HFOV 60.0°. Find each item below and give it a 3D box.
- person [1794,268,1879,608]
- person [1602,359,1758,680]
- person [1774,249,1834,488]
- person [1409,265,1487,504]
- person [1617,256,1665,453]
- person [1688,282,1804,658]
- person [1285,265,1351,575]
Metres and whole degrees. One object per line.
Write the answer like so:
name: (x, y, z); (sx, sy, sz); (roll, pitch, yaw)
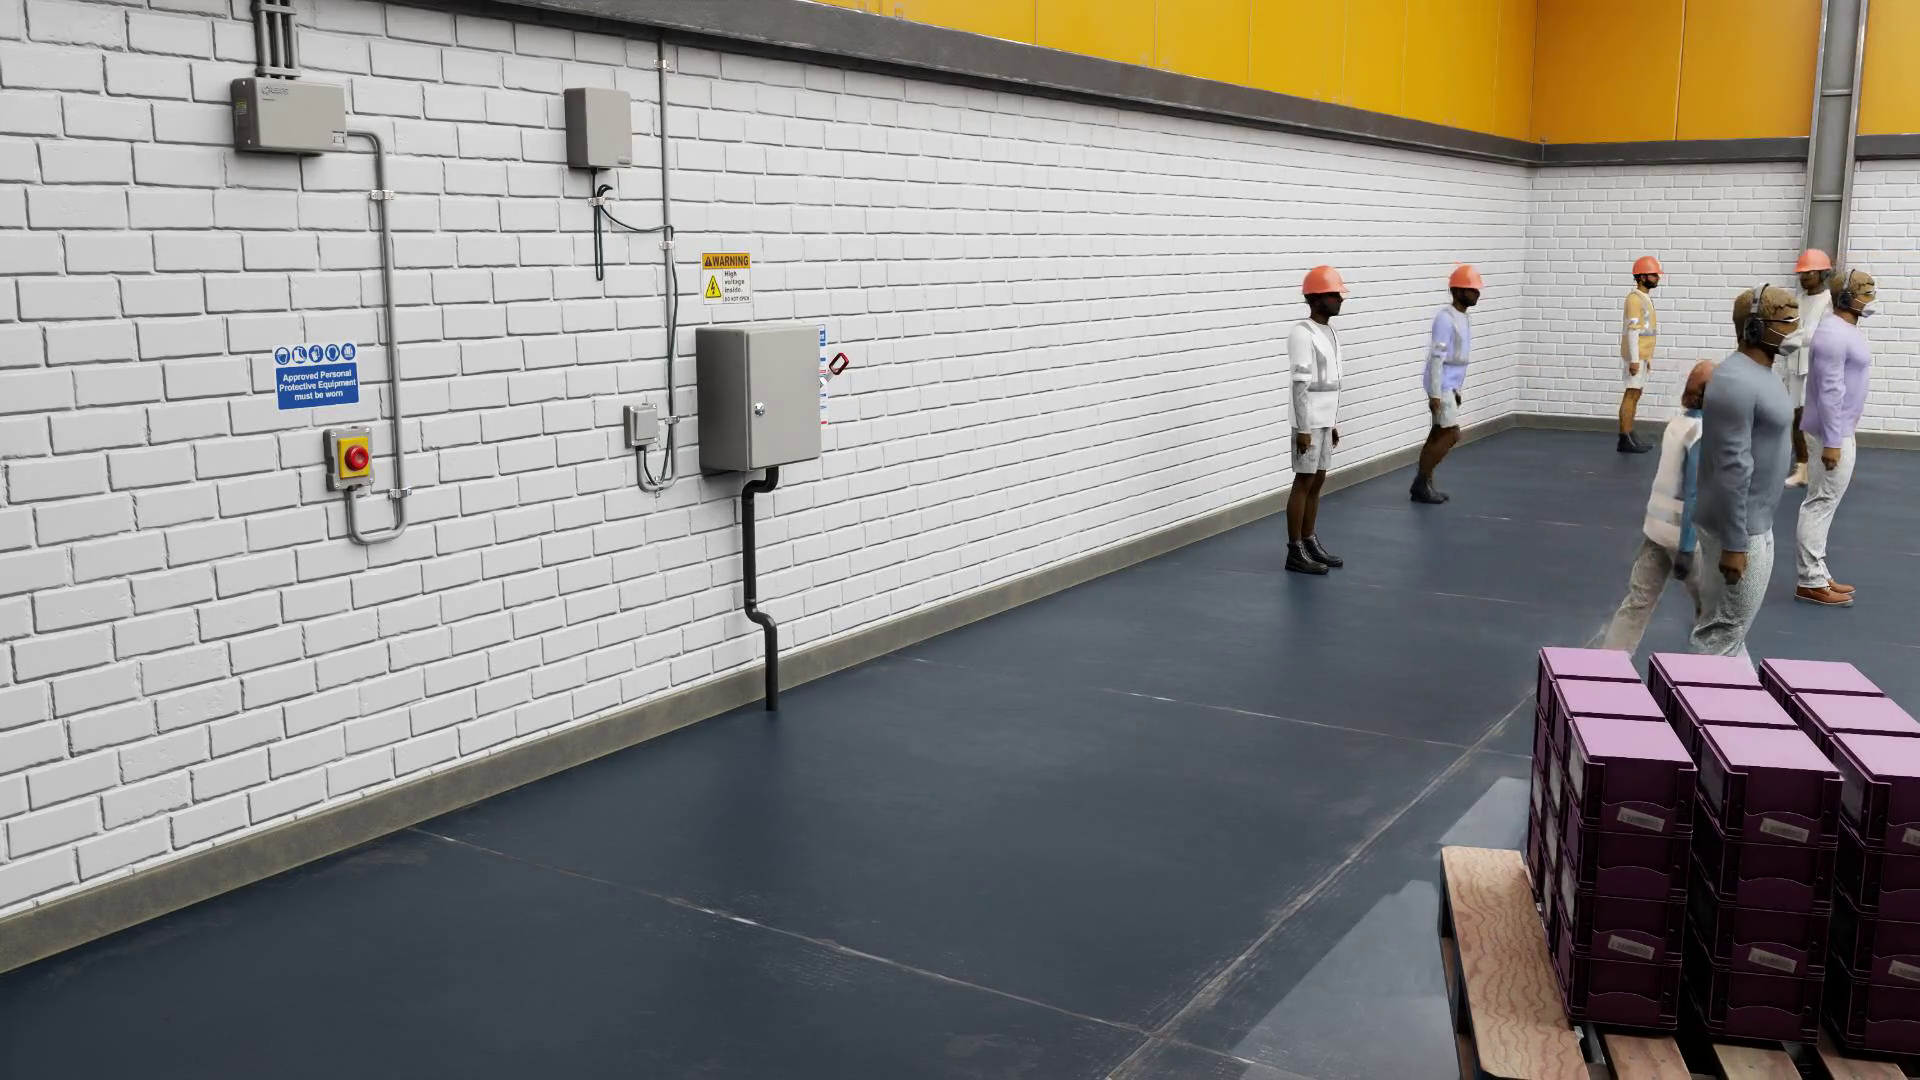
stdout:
person: (5.075, -0.593, 9.641); (0.372, 1.940, 0.630); (6, 12, 32)
person: (3.239, 0.000, 7.319); (0.887, 1.582, 0.511); (1, 10, 3)
person: (7.141, -1.429, 14.028); (0.427, 2.026, 0.642); (-4, 11, -21)
person: (3.898, -1.228, 13.282); (0.544, 1.904, 0.550); (6, 12, 29)
person: (6.760, -1.837, 16.524); (0.358, 1.941, 0.546); (6, 12, 32)
person: (3.062, -0.028, 6.508); (0.372, 1.940, 0.630); (6, 12, 32)
person: (2.270, -0.760, 10.555); (0.354, 1.942, 0.545); (6, 12, 32)
